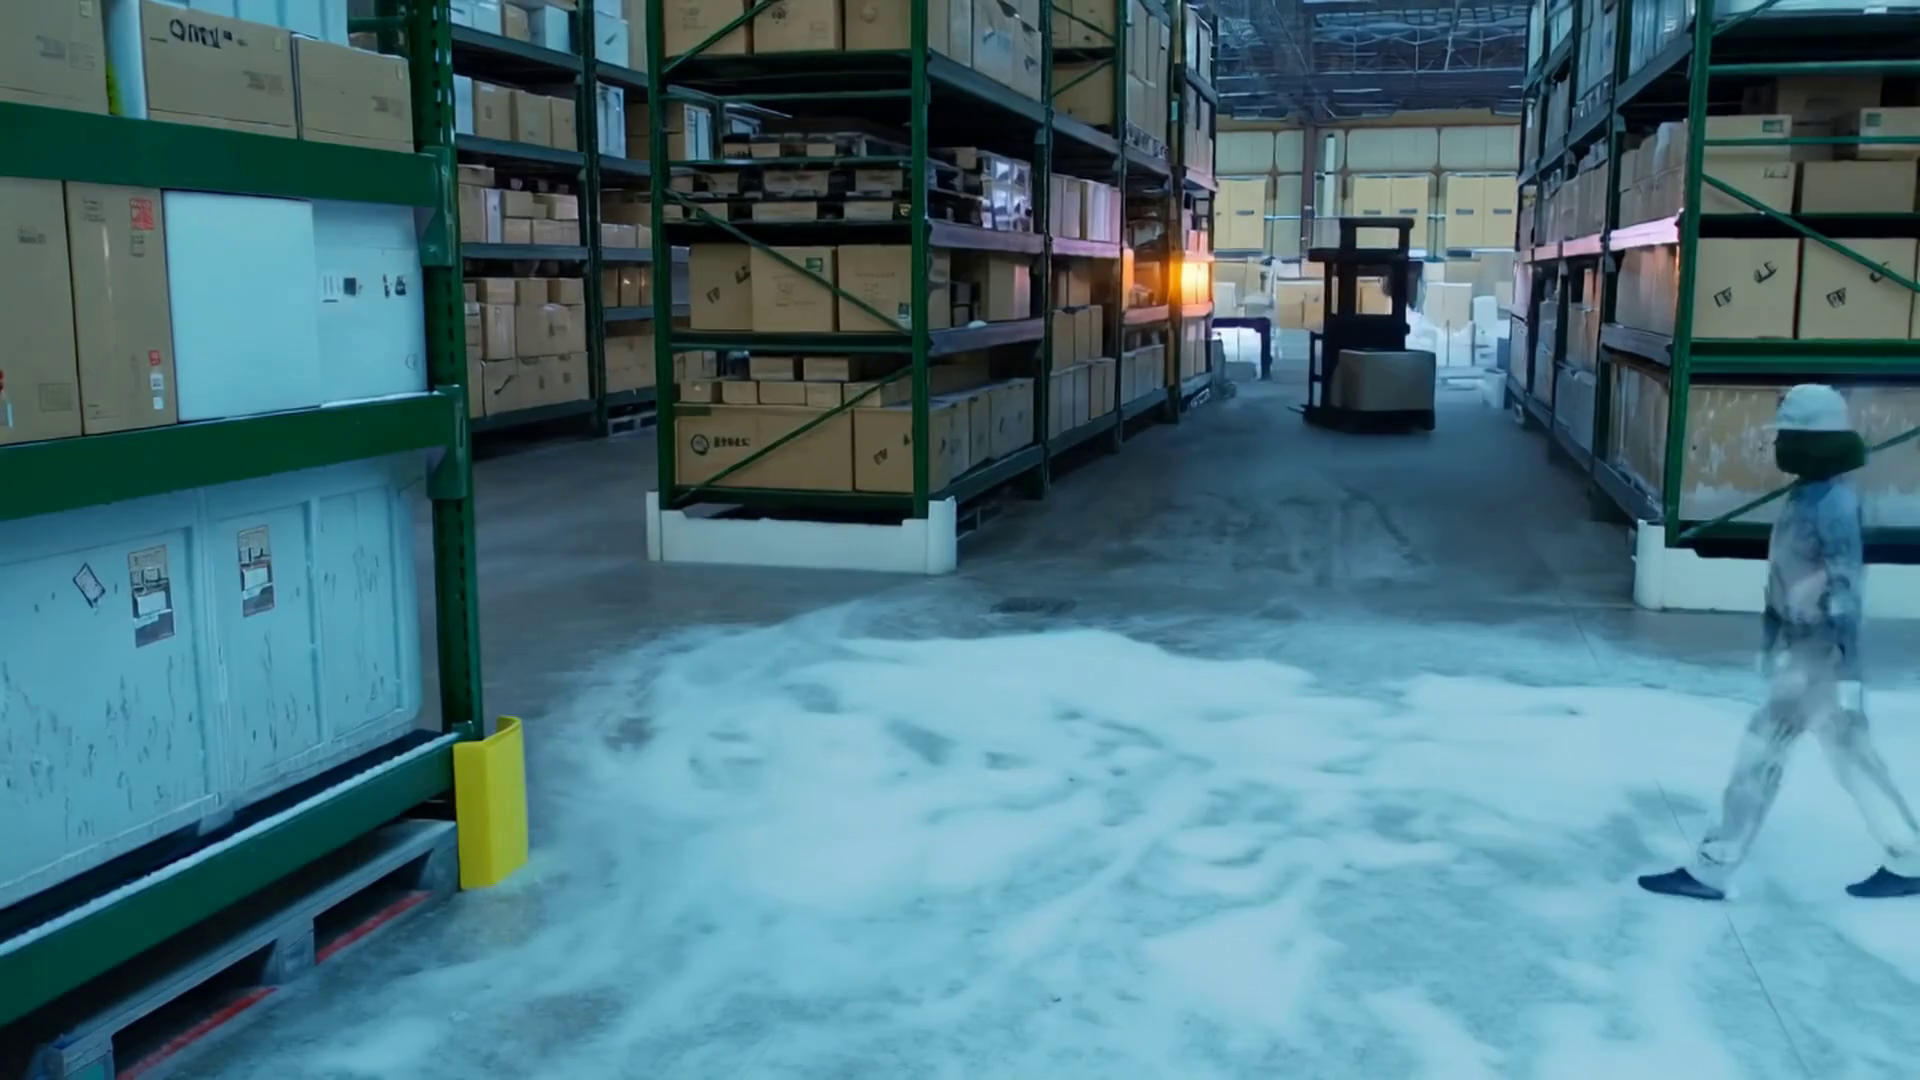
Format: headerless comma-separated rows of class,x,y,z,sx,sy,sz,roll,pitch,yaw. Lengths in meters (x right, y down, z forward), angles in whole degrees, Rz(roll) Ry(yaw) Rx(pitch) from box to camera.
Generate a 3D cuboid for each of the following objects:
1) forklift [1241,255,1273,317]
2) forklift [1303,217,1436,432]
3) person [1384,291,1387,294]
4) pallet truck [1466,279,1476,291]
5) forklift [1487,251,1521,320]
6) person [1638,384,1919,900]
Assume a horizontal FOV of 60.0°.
forklift,10.553,-8.661,58.801,1.129,2.768,1.873,2,9,15
forklift,5.487,-2.884,22.095,1.129,2.768,1.873,-2,9,-10
person,14.199,-7.711,55.861,0.534,1.902,0.664,0,9,3
pallet truck,18.896,-8.459,60.307,1.885,1.965,0.823,5,10,31
forklift,15.998,-7.114,48.972,1.129,2.768,1.873,-2,9,-11
person,2.740,0.345,5.335,0.911,1.696,0.503,2,9,14
